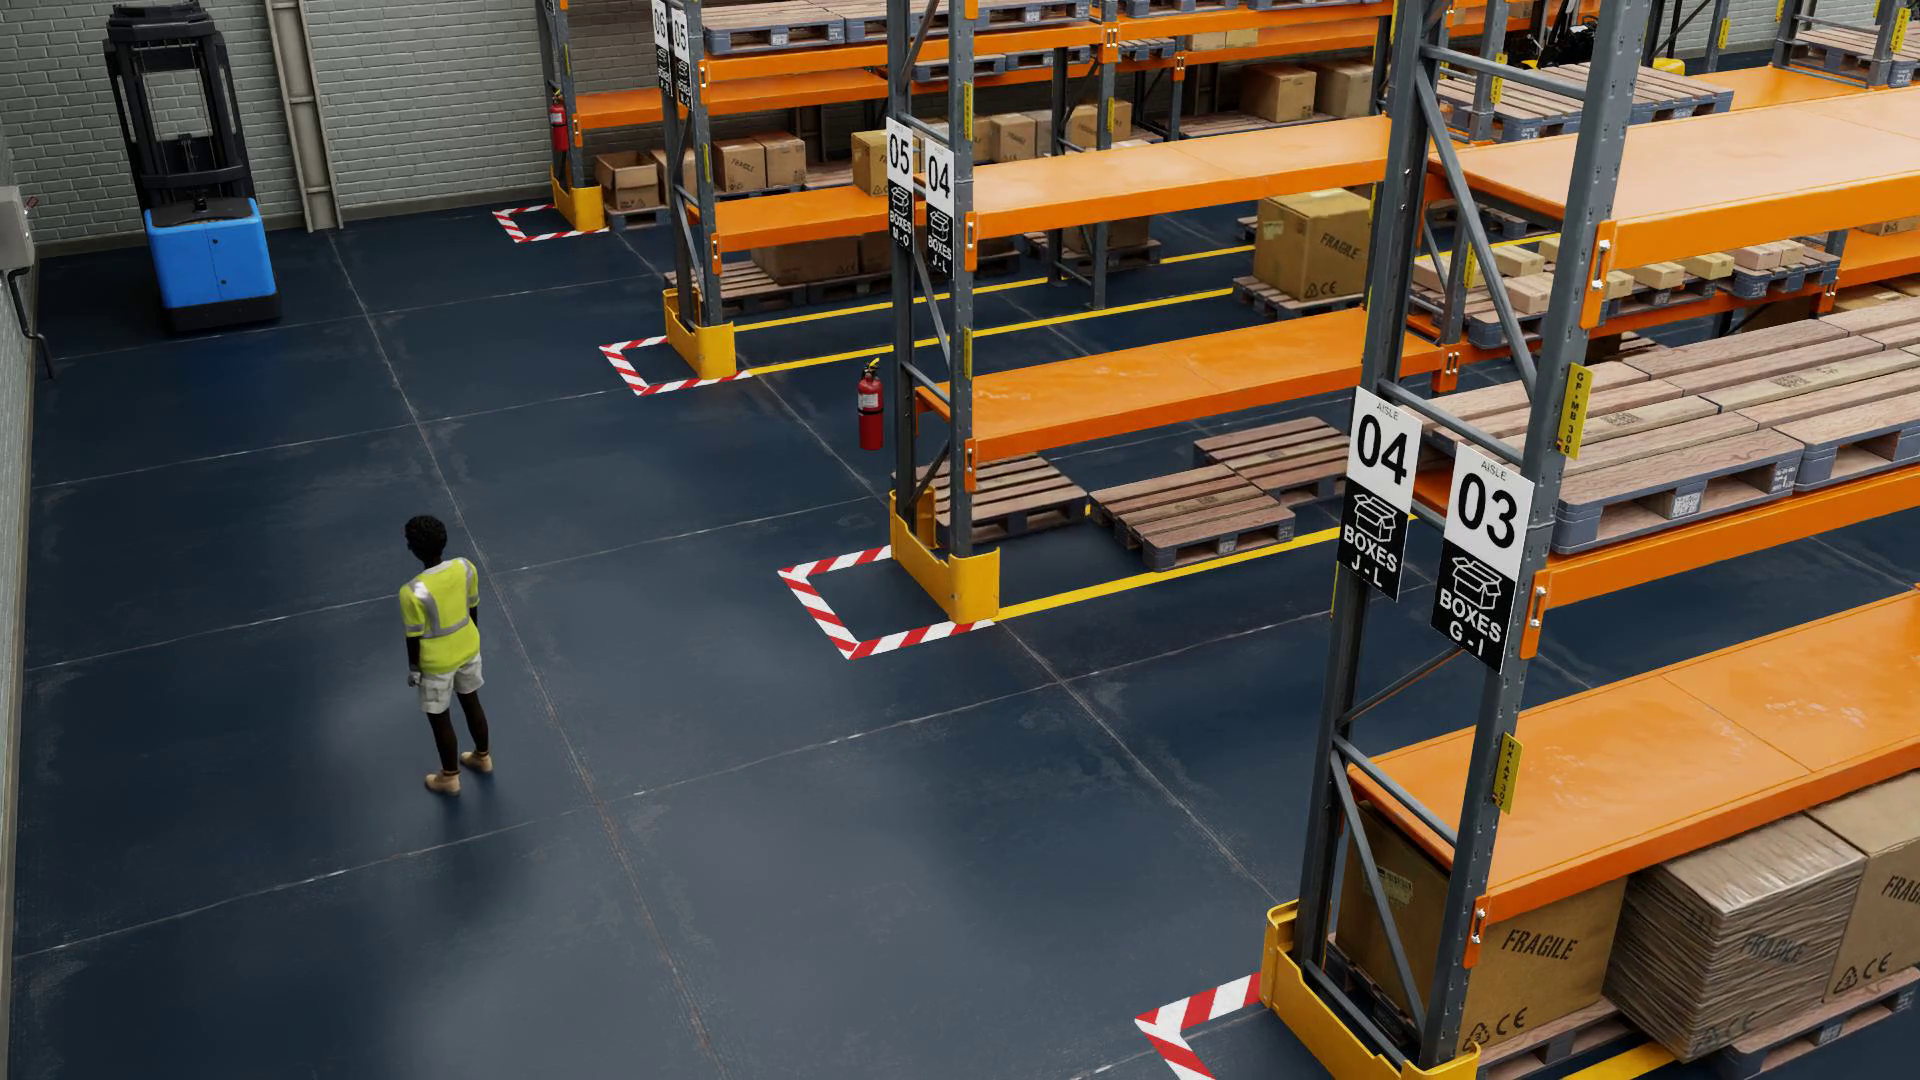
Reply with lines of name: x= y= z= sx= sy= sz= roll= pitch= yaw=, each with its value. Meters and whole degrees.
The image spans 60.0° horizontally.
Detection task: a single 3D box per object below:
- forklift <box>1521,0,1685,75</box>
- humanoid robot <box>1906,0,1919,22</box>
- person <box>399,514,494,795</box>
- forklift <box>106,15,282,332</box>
forklift: x=8.950 y=-6.807 z=23.056 sx=1.214 sy=2.155 sz=2.313 roll=-12 pitch=30 yaw=-22
humanoid robot: x=15.333 y=-8.481 z=26.769 sx=0.961 sy=1.771 sz=0.552 roll=-17 pitch=32 yaw=-30
person: x=-2.877 y=0.640 z=9.335 sx=0.320 sy=1.685 sz=0.540 roll=14 pitch=31 yaw=25
forklift: x=-7.548 y=-3.672 z=16.323 sx=1.129 sy=2.768 sz=1.873 roll=-12 pitch=30 yaw=-22
